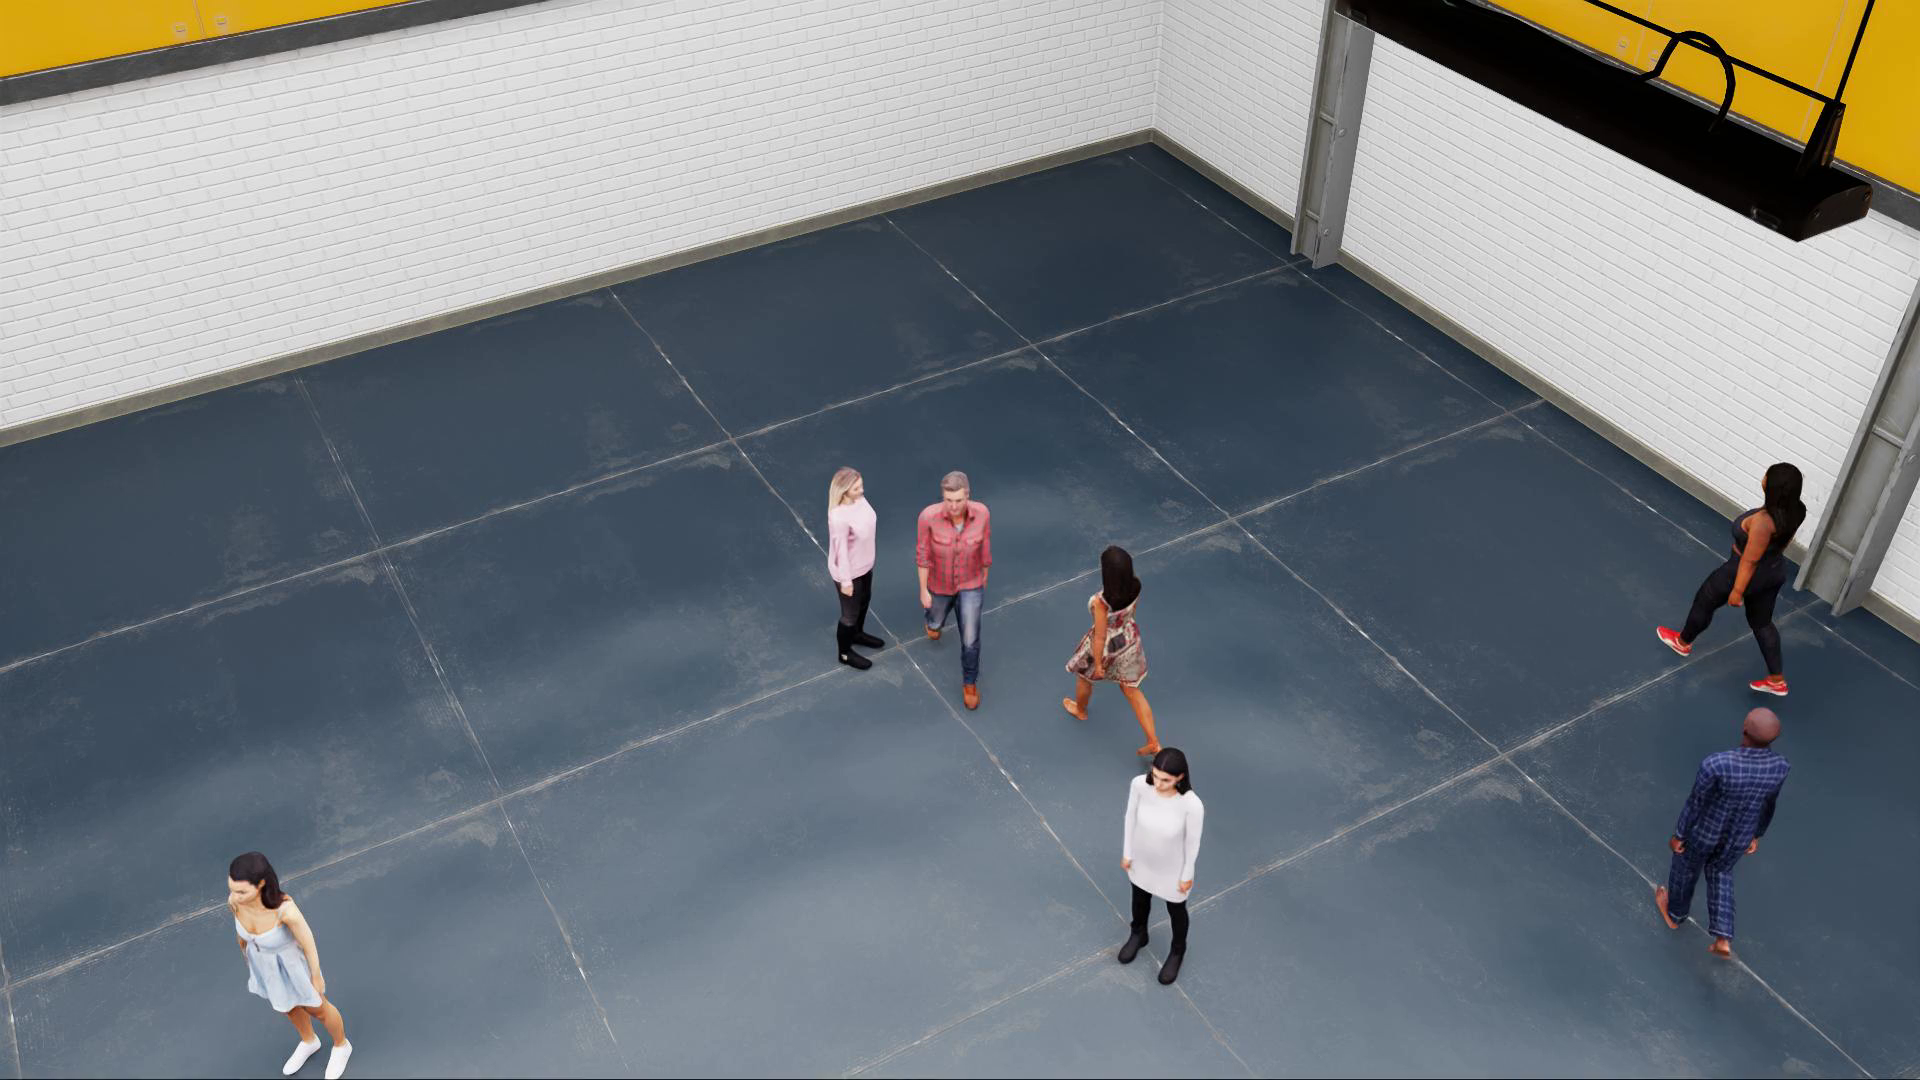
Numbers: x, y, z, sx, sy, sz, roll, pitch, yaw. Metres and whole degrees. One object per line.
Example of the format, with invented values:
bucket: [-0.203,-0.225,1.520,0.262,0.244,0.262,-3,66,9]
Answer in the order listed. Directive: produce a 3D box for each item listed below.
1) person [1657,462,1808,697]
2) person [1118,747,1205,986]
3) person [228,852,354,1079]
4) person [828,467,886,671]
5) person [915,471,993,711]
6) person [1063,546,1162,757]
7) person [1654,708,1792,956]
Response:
person: [5.428,0.297,11.241,0.682,1.777,1.195,-20,43,-23]
person: [1.150,1.795,9.345,0.599,1.803,0.731,24,44,27]
person: [-3.570,2.257,8.825,0.667,1.729,0.723,9,39,11]
person: [-0.761,0.173,11.474,0.733,1.681,0.685,12,40,15]
person: [-0.057,0.226,11.313,0.989,1.799,1.232,-3,39,-4]
person: [1.059,0.742,10.818,0.724,1.610,1.153,-26,46,-29]
person: [4.353,1.703,9.460,0.899,1.803,1.031,-1,39,-1]
